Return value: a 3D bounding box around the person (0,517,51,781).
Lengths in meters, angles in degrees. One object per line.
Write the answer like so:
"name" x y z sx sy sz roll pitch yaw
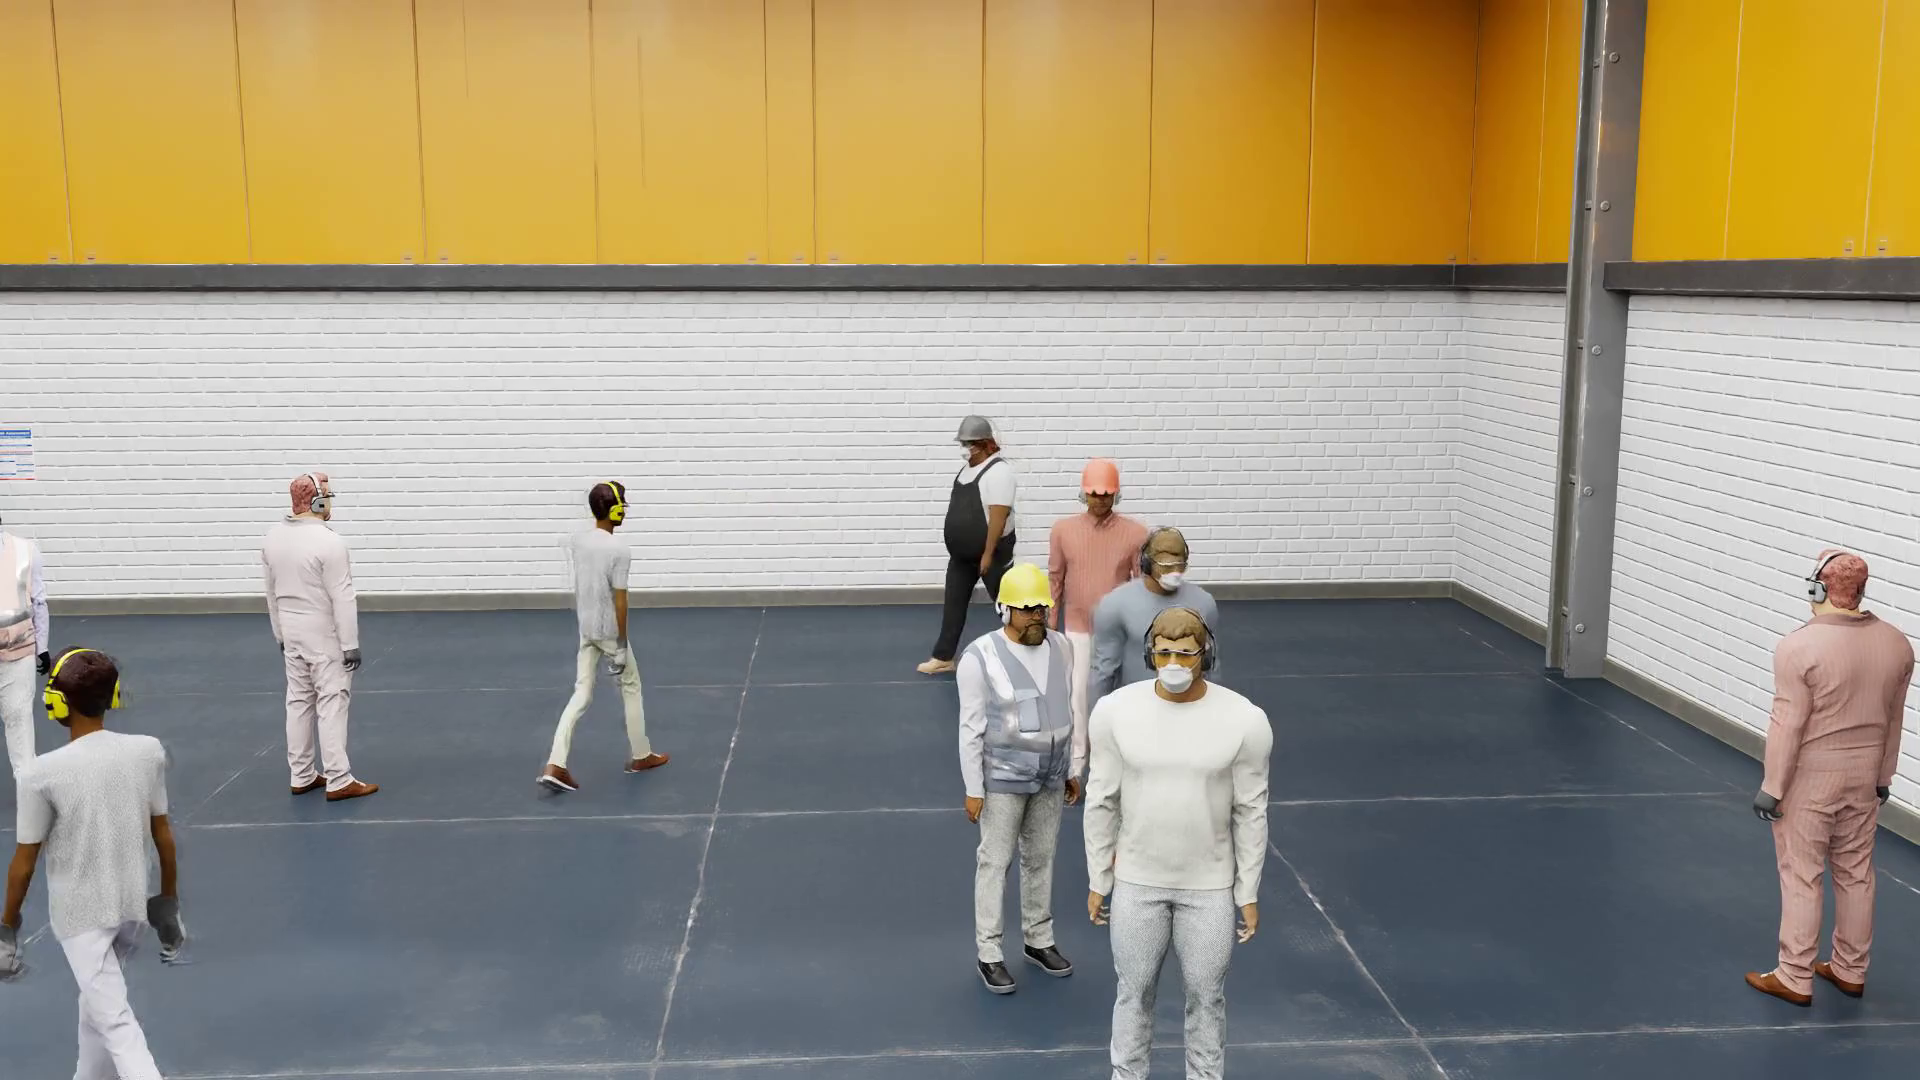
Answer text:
"person" -5.449 0.637 9.340 0.633 1.843 0.429 -7 12 -39

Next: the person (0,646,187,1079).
"person" -2.880 1.257 5.527 0.972 1.823 0.537 4 10 24

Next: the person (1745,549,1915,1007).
"person" 3.600 0.986 6.947 0.651 1.906 0.403 -3 9 -16

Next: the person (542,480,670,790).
"person" -2.156 0.558 9.886 0.528 1.835 0.940 5 10 30

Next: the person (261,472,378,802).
"person" -3.704 0.558 9.635 0.651 1.907 0.409 5 10 29

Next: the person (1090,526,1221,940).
"person" 0.910 0.845 7.938 0.631 1.886 1.044 -4 10 -22

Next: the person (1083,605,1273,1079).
"person" 0.732 1.173 5.674 0.631 1.940 0.372 2 9 10

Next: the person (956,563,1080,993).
"person" 0.273 0.997 7.104 0.600 1.831 0.404 -6 11 -34

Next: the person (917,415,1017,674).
"person" 0.213 0.003 12.700 1.015 2.000 0.689 -6 11 -32

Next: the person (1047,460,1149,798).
"person" 0.805 0.527 9.658 0.646 1.956 0.907 1 9 6
